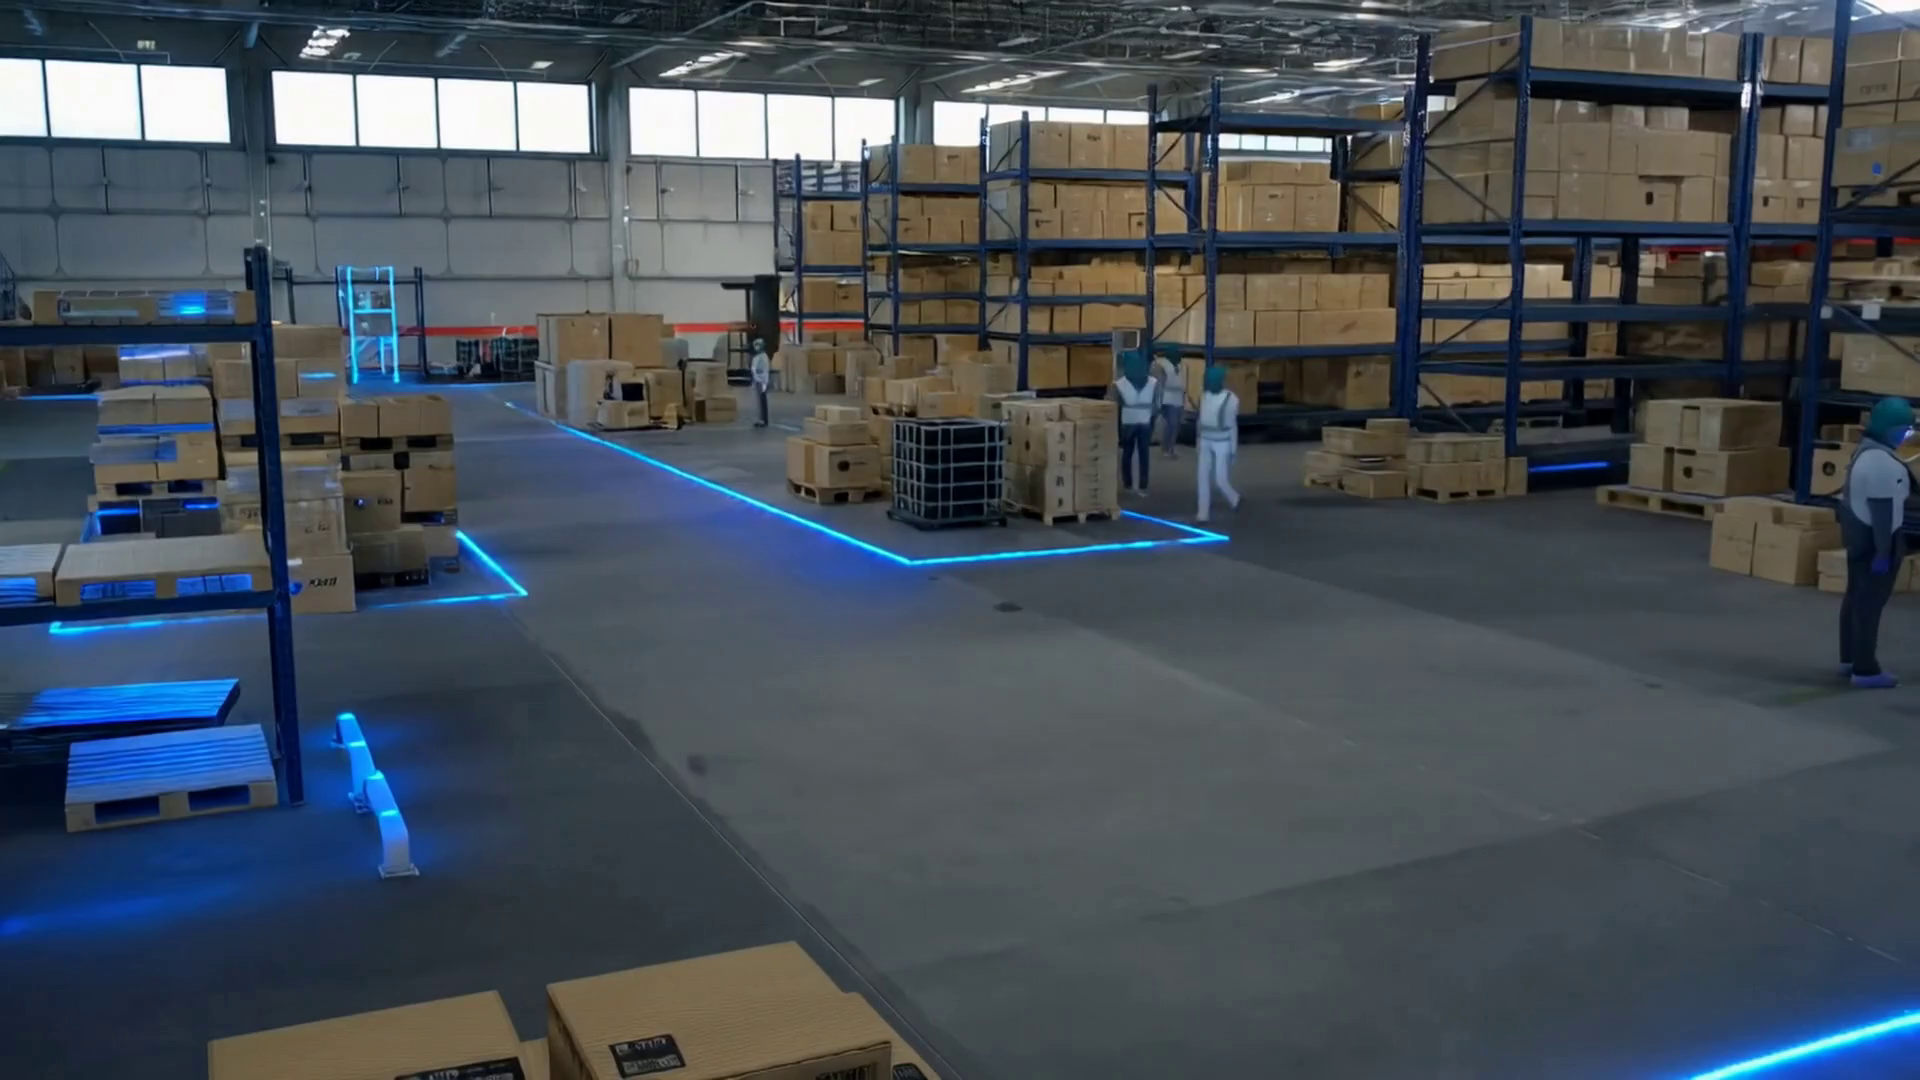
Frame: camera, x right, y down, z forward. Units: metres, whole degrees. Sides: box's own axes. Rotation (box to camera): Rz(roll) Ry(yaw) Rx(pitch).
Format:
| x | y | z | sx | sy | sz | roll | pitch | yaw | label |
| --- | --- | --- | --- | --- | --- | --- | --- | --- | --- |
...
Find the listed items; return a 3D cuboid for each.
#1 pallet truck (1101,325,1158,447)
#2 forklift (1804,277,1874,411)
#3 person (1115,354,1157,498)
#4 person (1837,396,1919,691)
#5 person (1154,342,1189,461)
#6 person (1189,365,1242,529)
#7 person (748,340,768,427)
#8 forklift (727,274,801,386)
| x | y | z | sx | sy | sz | roll | pitch | yaw | label |
| --- | --- | --- | --- | --- | --- | --- | --- | --- | --- |
| 2.881 | -2.596 | 27.923 | 0.823 | 1.965 | 1.885 | -1 | 9 | -7 | pallet truck |
| 10.850 | -1.829 | 20.434 | 1.873 | 2.768 | 1.129 | -4 | 10 | -25 | forklift |
| 2.264 | -1.465 | 21.371 | 0.592 | 1.841 | 0.989 | -2 | 9 | -10 | person |
| 6.458 | 0.007 | 11.643 | 0.536 | 2.000 | 0.683 | 3 | 10 | 18 | person |
| 3.236 | -2.098 | 25.354 | 0.650 | 1.826 | 0.452 | -8 | 12 | -39 | person |
| 2.933 | -1.044 | 18.705 | 0.608 | 1.866 | 0.633 | -8 | 12 | -42 | person |
| -3.766 | -2.915 | 31.061 | 0.312 | 1.628 | 0.572 | -6 | 11 | -35 | person |
| -4.890 | -5.340 | 42.218 | 1.873 | 2.768 | 1.129 | -4 | 10 | -25 | forklift |
